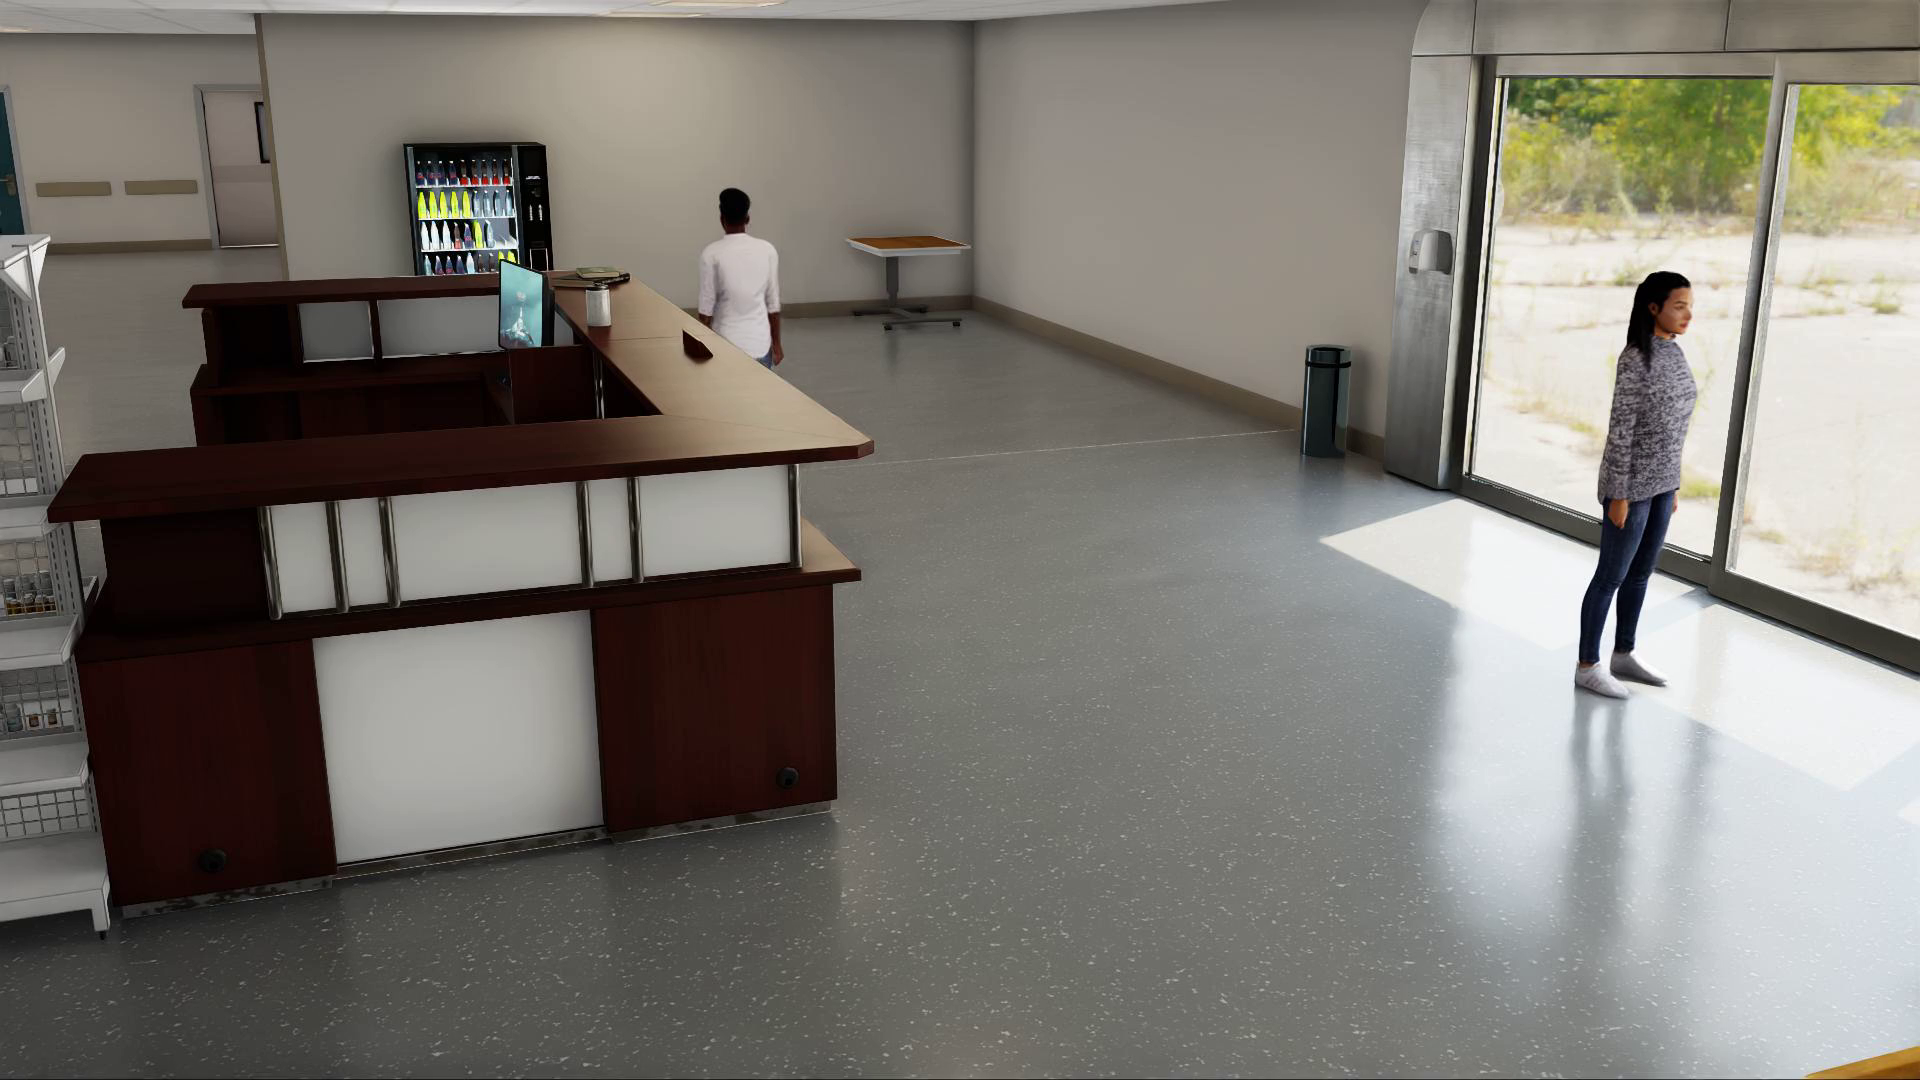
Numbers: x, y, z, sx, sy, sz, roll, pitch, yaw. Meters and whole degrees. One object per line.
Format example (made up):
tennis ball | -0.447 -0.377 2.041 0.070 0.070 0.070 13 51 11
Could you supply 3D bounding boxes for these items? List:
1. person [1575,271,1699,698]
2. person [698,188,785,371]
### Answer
person | 2.774 -0.235 6.794 0.576 1.732 0.735 -12 20 -37
person | -1.313 -1.208 10.118 0.789 1.800 0.721 -6 17 -21
